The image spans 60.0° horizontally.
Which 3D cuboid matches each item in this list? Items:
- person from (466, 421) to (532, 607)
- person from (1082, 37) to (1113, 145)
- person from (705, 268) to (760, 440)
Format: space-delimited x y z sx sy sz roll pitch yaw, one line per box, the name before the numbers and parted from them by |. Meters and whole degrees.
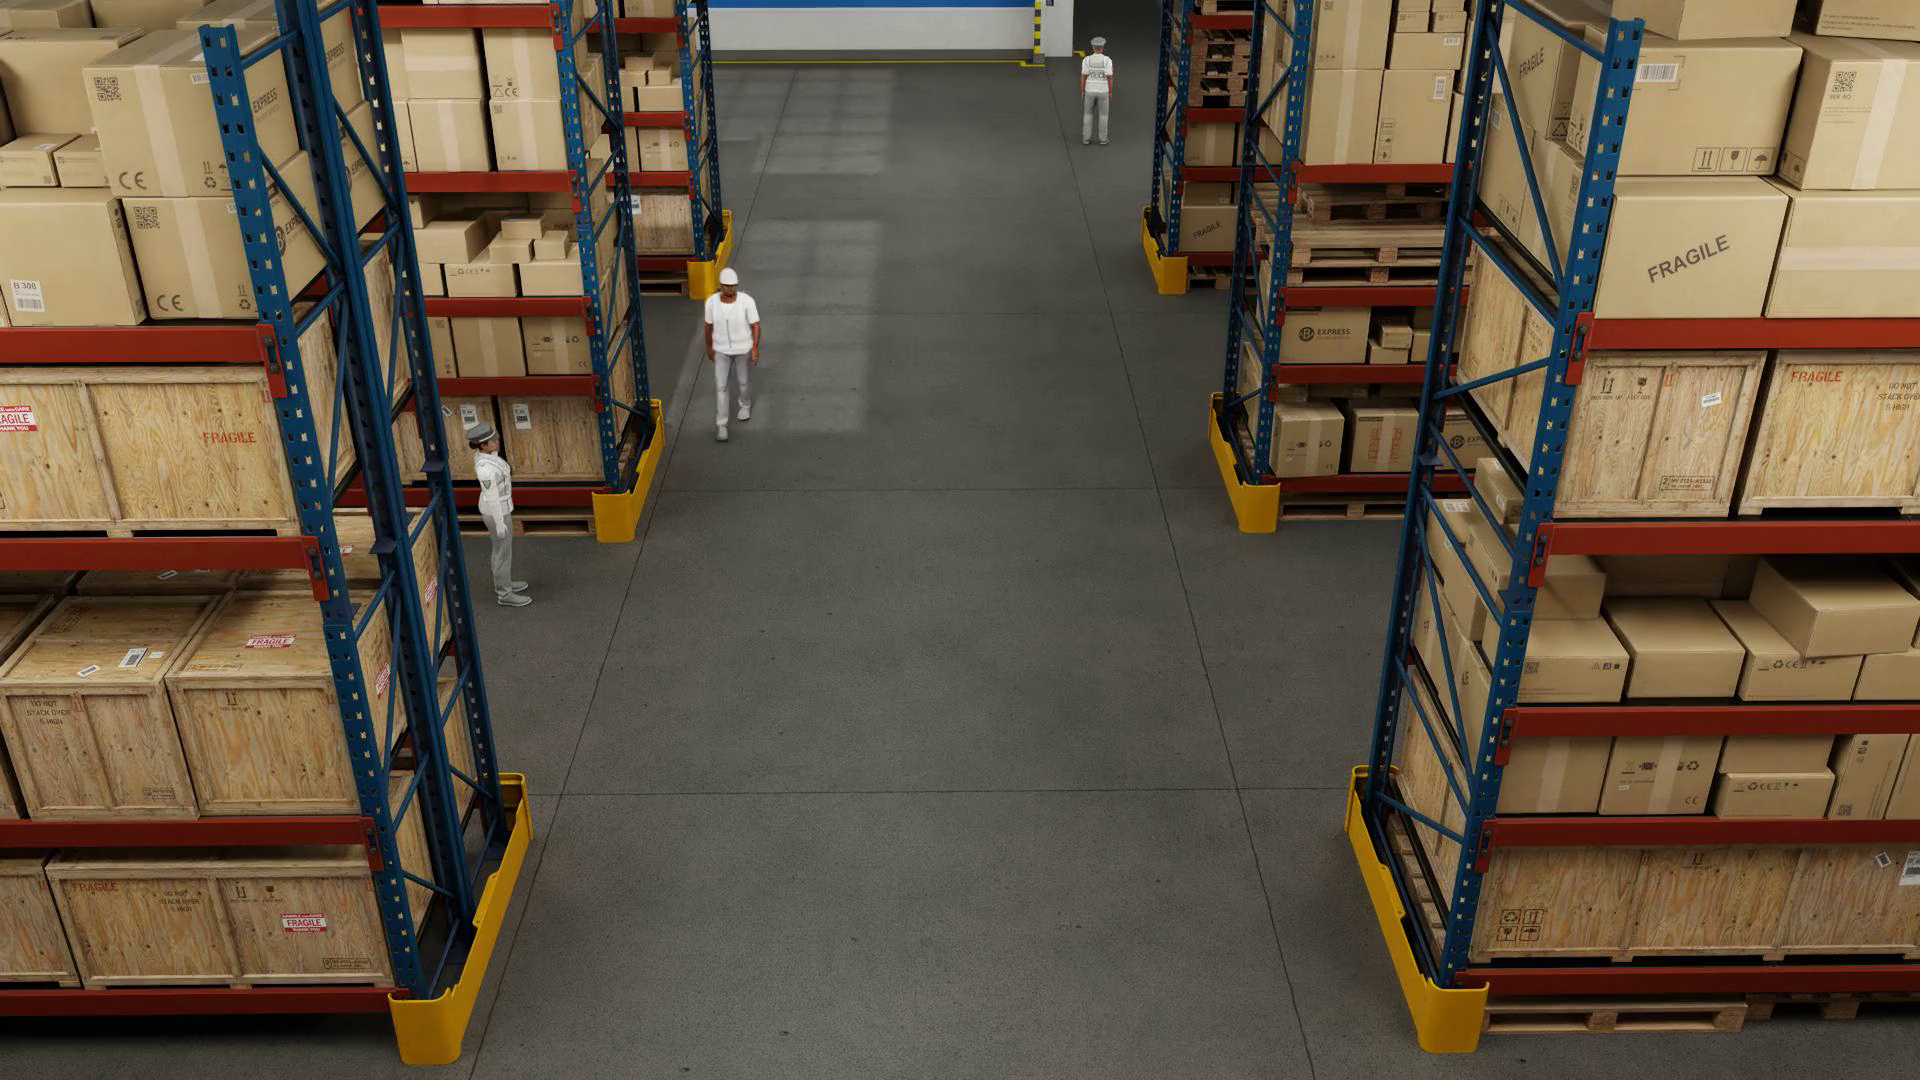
person | -4.011 -0.243 14.440 0.344 1.692 0.468 -9 29 -15
person | 2.305 -7.545 27.934 0.526 1.770 0.423 4 29 8
person | -2.417 -2.001 17.641 0.605 1.738 0.865 0 28 -1
